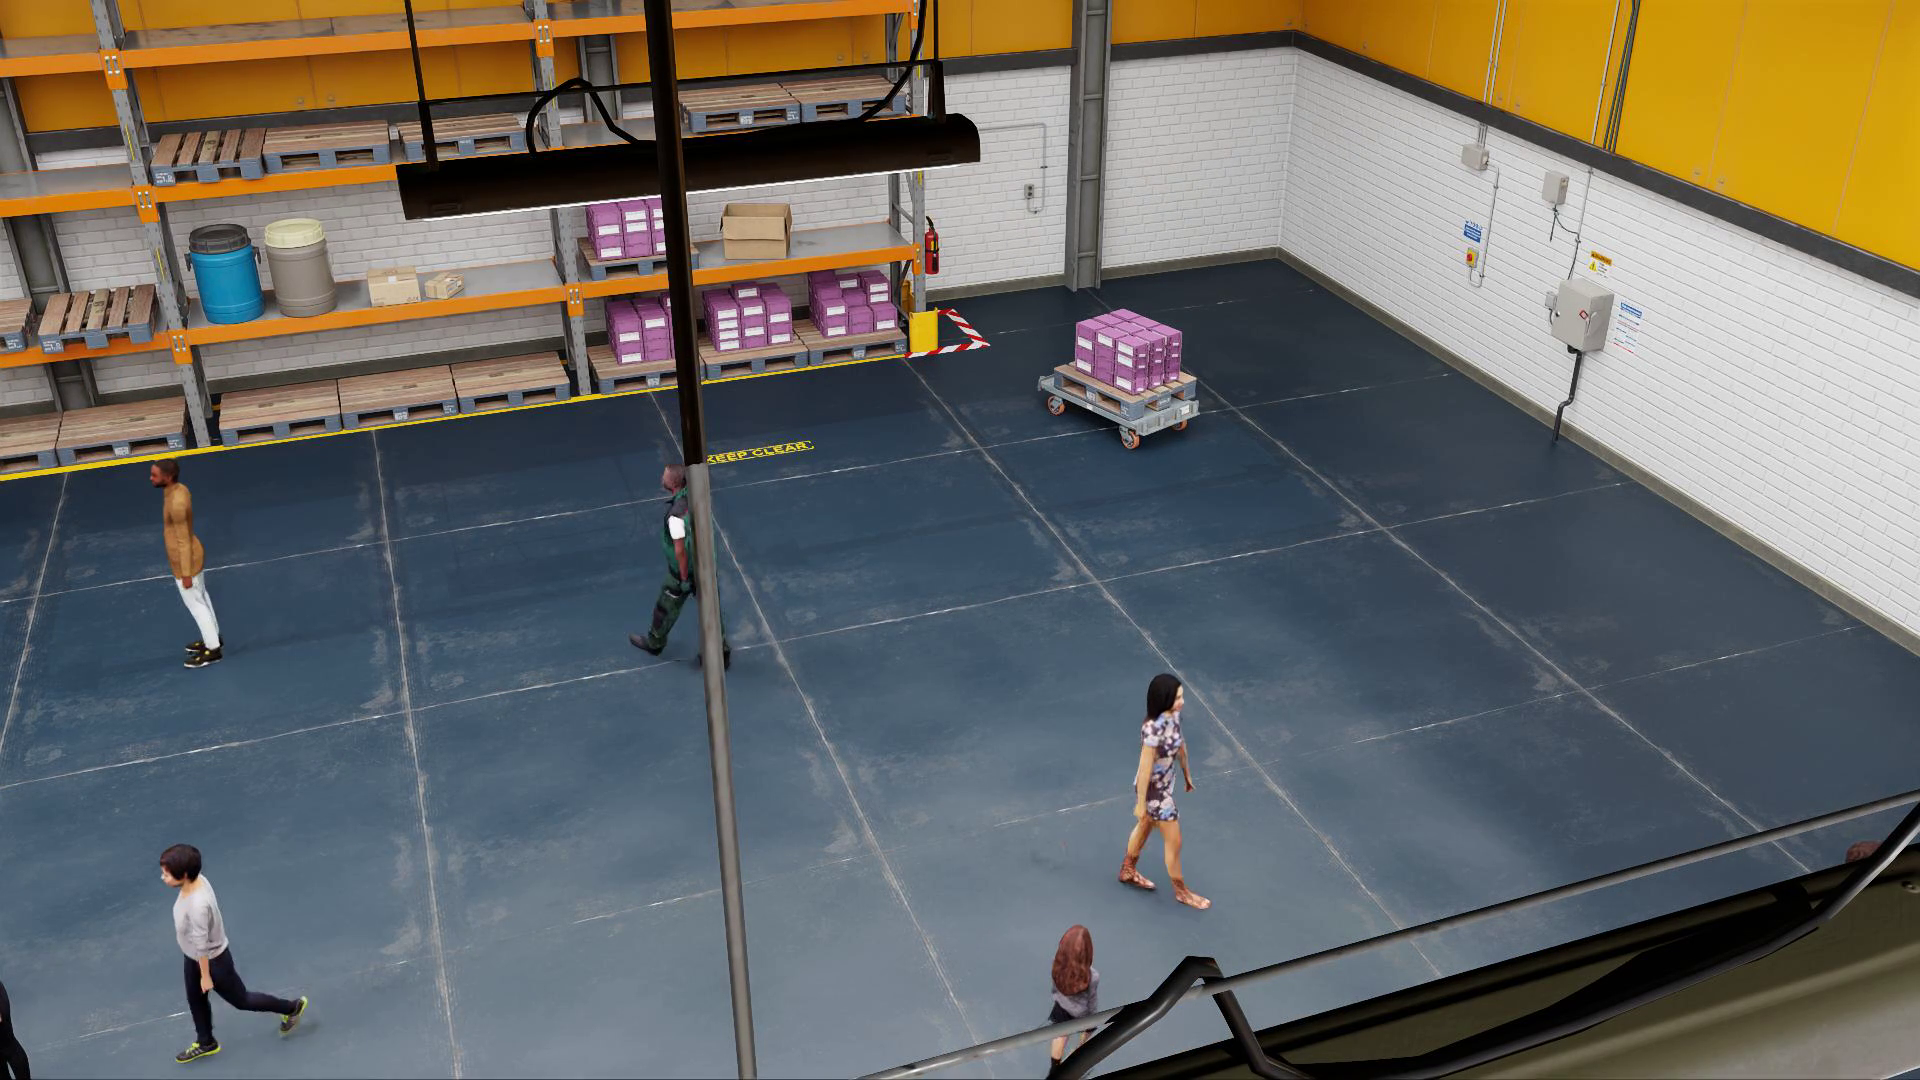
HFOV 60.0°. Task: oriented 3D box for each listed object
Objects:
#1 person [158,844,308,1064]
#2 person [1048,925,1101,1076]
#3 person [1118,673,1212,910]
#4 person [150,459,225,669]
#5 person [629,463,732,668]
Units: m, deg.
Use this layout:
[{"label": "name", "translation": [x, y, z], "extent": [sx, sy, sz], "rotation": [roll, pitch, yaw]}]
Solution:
[{"label": "person", "translation": [-4.316, 2.408, 9.750], "extent": [1.039, 1.526, 0.699], "rotation": [-17, 33, -29]}, {"label": "person", "translation": [0.635, 2.706, 9.655], "extent": [0.683, 1.093, 0.779], "rotation": [19, 34, 31]}, {"label": "person", "translation": [1.228, 1.620, 11.001], "extent": [1.015, 1.711, 0.961], "rotation": [13, 31, 23]}, {"label": "person", "translation": [-6.294, 0.149, 13.588], "extent": [0.604, 1.816, 0.657], "rotation": [-13, 31, -22]}, {"label": "person", "translation": [-2.102, 0.245, 13.433], "extent": [1.232, 1.796, 1.110], "rotation": [9, 30, 16]}]
